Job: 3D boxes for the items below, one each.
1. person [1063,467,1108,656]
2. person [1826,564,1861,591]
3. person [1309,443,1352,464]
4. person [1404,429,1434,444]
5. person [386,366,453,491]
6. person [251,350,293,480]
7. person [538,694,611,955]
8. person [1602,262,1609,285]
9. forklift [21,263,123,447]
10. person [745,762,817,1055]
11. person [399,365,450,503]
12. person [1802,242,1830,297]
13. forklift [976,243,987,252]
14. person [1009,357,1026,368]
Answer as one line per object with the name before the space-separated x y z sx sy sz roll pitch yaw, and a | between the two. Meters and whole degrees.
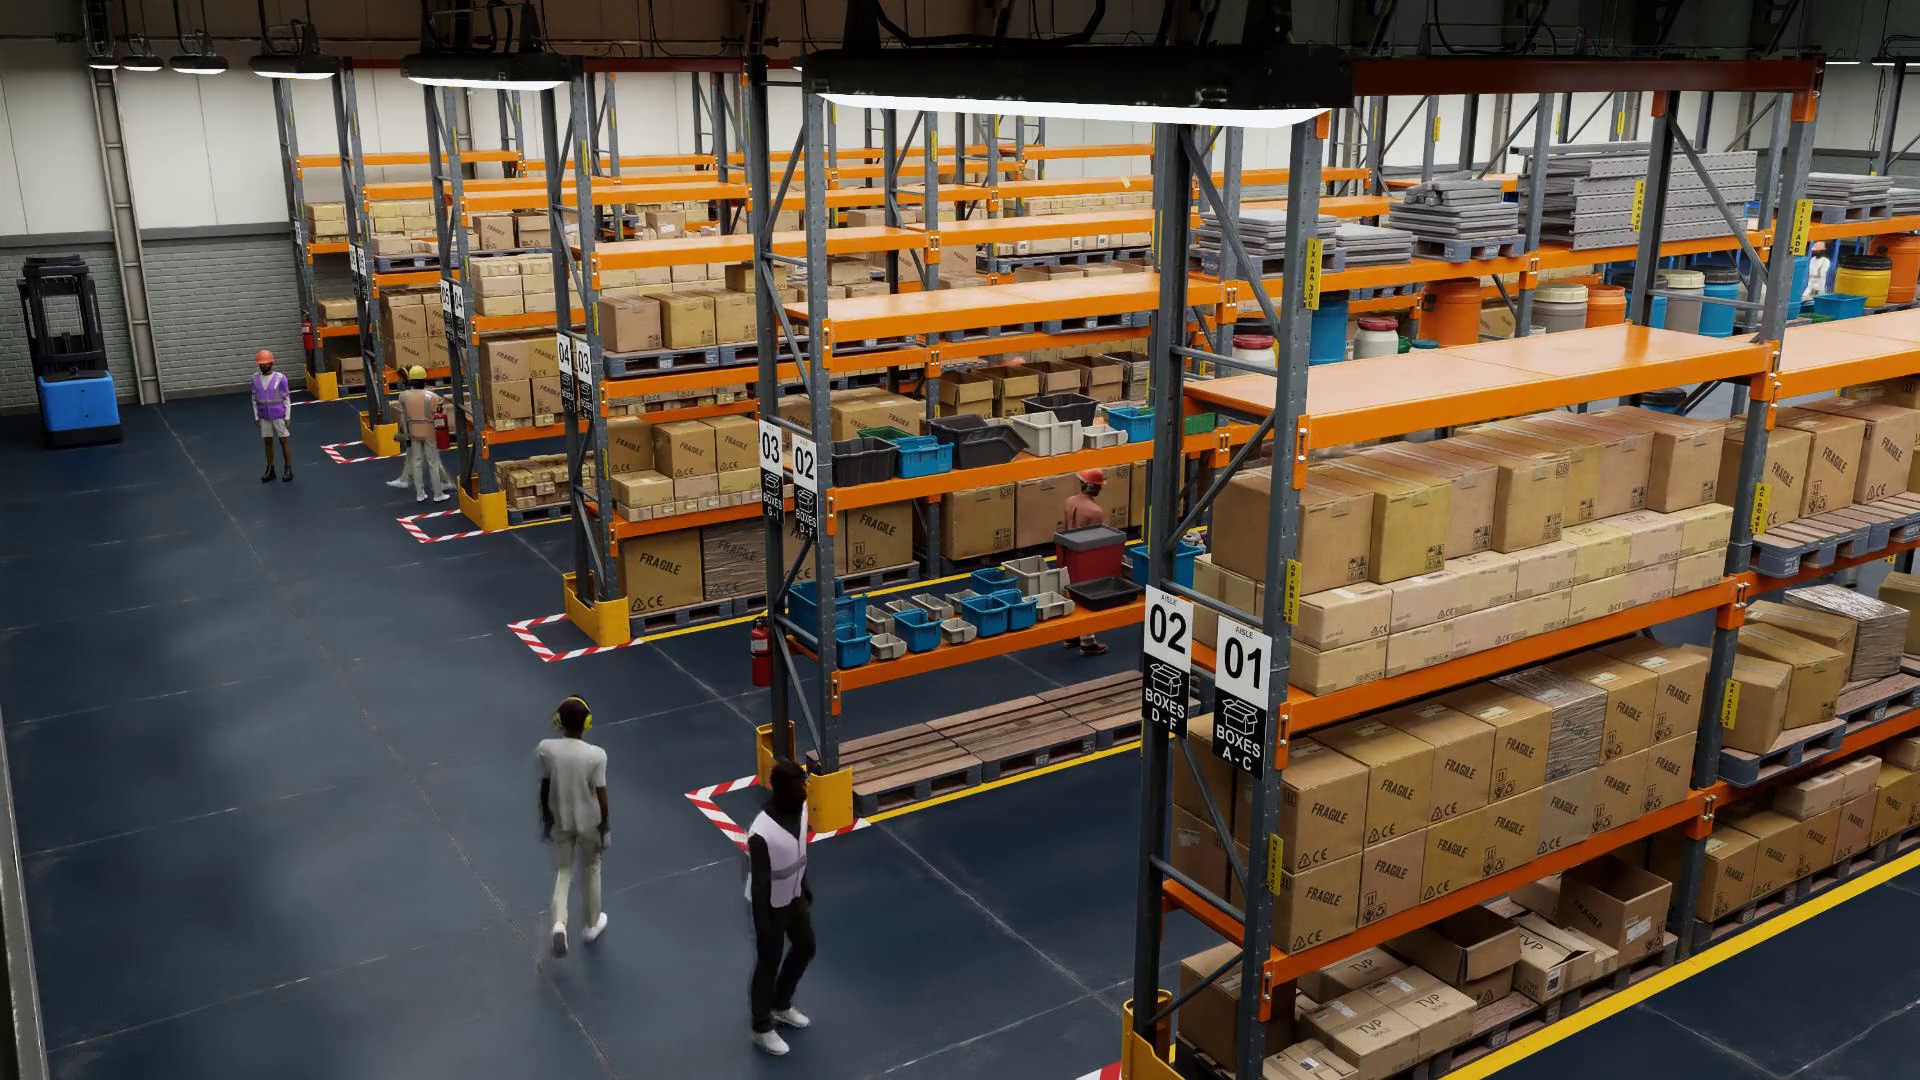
person | 1.315 0.196 16.412 0.406 1.982 0.614 -10 19 -29
person | 10.406 -0.282 18.258 0.423 1.818 0.596 -14 22 -39
person | 4.747 -0.922 20.337 0.454 1.827 0.654 -9 19 -26
person | 6.135 -1.031 21.055 0.682 1.614 0.506 -7 18 -22
person | -7.779 -1.584 22.541 0.944 1.814 0.494 -3 17 -11
person | -10.081 -1.829 23.120 0.542 1.942 0.355 0 17 0
person | -2.662 1.962 10.843 0.537 1.855 0.633 2 17 8
person | 15.262 -6.224 37.741 0.655 1.810 0.746 -6 18 -20
forklift | -14.518 -3.079 25.708 1.129 2.768 1.873 -10 20 -31
person | -1.114 2.251 9.836 0.434 1.902 0.666 7 18 21
person | -7.466 -1.472 21.970 0.588 1.930 0.359 2 17 6
person | 19.423 -5.786 36.011 1.017 1.995 0.614 -4 17 -13
forklift | 0.988 -5.474 34.718 1.214 2.155 2.313 -10 20 -31
person | 0.668 -1.695 22.787 0.980 1.896 0.553 -10 19 -28
